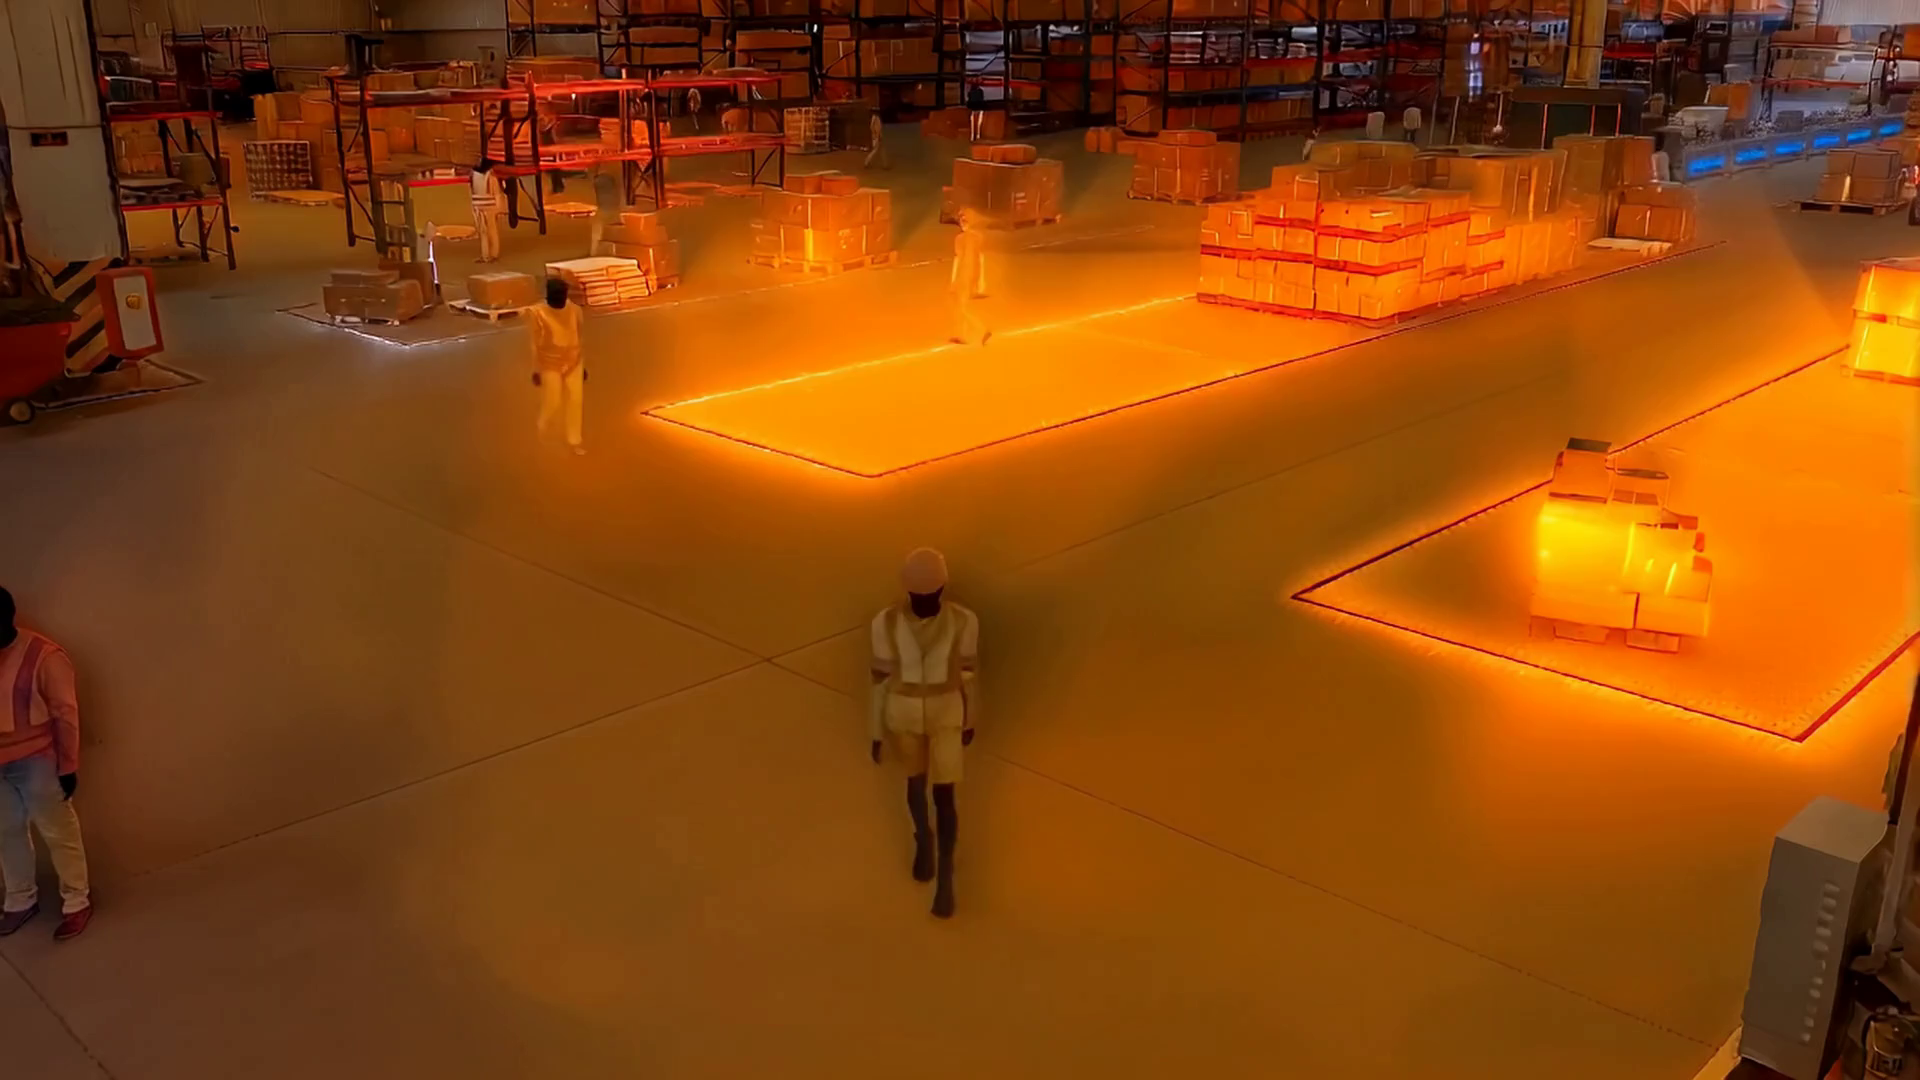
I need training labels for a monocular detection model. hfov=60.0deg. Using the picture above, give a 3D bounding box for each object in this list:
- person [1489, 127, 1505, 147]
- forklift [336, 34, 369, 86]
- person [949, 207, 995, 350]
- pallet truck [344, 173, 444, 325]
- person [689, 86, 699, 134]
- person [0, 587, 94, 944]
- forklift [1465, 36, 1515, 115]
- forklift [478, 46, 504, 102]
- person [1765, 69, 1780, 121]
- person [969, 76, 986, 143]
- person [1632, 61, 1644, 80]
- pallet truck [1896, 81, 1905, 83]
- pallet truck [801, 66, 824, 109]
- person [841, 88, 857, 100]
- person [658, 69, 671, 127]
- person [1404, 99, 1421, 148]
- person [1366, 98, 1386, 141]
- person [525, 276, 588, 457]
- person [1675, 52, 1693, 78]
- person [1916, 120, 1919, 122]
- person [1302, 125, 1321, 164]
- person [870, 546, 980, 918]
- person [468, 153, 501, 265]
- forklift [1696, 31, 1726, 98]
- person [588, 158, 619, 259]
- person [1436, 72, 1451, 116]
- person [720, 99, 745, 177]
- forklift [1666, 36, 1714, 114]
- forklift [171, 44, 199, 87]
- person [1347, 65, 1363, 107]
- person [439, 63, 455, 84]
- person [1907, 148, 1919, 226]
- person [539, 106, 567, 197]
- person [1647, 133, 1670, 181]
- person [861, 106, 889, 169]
[{"bbox_3d":[11.295,-7.897,35.371,0.538,1.720,0.891,-14,23,-37],"label":"person"},{"bbox_3d":[-23.499,-18.286,64.874,1.129,2.768,1.873,17,25,41],"label":"forklift"},{"bbox_3d":[0.153,-3.385,21.599,0.743,1.850,0.518,15,23,37],"label":"person"},{"bbox_3d":[-8.209,-4.181,23.757,0.823,1.965,1.885,3,19,9],"label":"pallet truck"},{"bbox_3d":[-8.591,-13.963,53.707,0.319,1.693,0.533,0,18,1],"label":"person"},{"bbox_3d":[-4.599,1.095,8.108,0.626,1.844,0.429,2,18,5],"label":"person"},{"bbox_3d":[19.973,-17.201,61.605,1.873,2.768,1.129,16,24,40],"label":"forklift"},{"bbox_3d":[-14.397,-13.832,51.456,1.129,2.768,1.873,17,25,41],"label":"forklift"},{"bbox_3d":[28.953,-15.878,59.094,0.375,1.935,0.551,15,23,37],"label":"person"},{"bbox_3d":[0.539,-13.128,50.722,0.380,1.992,0.622,-16,24,-39],"label":"person"},{"bbox_3d":[27.780,-18.787,68.172,0.831,1.738,0.522,-17,25,-42],"label":"person"},{"bbox_3d":[34.802,-16.331,61.455,0.653,1.274,1.630,17,25,41],"label":"pallet truck"},{"bbox_3d":[-4.812,-15.182,56.903,0.823,1.965,1.885,-9,21,-26],"label":"pallet truck"},{"bbox_3d":[-3.374,-13.104,51.243,0.539,1.605,0.736,-10,21,-27],"label":"person"},{"bbox_3d":[-10.083,-15.055,56.660,0.588,1.912,0.391,13,22,34],"label":"person"},{"bbox_3d":[12.606,-11.461,46.317,0.502,1.600,0.795,11,21,30],"label":"person"},{"bbox_3d":[10.380,-10.092,41.681,0.567,1.922,0.412,-10,21,-28],"label":"person"},{"bbox_3d":[-4.031,-1.751,16.704,0.641,1.828,0.579,-14,23,-36],"label":"person"},{"bbox_3d":[31.416,-20.239,72.204,0.686,1.955,0.692,9,20,25],"label":"person"},{"bbox_3d":[34.171,-15.504,58.289,0.831,1.738,0.536,6,19,18],"label":"person"},{"bbox_3d":[7.307,-7.804,34.964,0.982,1.821,0.542,5,19,15],"label":"person"},{"bbox_3d":[-0.185,0.954,8.426,0.548,1.900,0.862,1,18,4],"label":"person"},{"bbox_3d":[-8.089,-5.627,28.292,0.573,1.883,0.354,5,19,16],"label":"person"},{"bbox_3d":[31.484,-19.957,69.909,1.129,2.768,1.873,17,25,41],"label":"forklift"},{"bbox_3d":[-5.828,-5.353,27.487,1.084,1.886,0.629,6,19,17],"label":"person"},{"bbox_3d":[17.869,-16.538,61.633,0.851,1.585,0.505,15,23,37],"label":"person"},{"bbox_3d":[-5.668,-10.031,41.531,0.524,1.898,0.672,13,22,34],"label":"person"},{"bbox_3d":[27.341,-17.291,61.877,1.129,2.768,1.873,17,25,41],"label":"forklift"},{"bbox_3d":[-24.593,-14.348,53.009,1.129,2.768,1.873,17,25,41],"label":"forklift"},{"bbox_3d":[15.481,-17.809,65.341,0.539,1.667,0.784,-6,19,-16],"label":"person"},{"bbox_3d":[-18.774,-16.503,60.992,0.560,1.927,0.524,-5,19,-15],"label":"person"},{"bbox_3d":[19.121,-7.204,32.961,0.360,1.938,0.545,16,24,40],"label":"person"},{"bbox_3d":[-9.279,-8.784,37.558,0.745,2.000,0.693,-15,24,-39],"label":"person"},{"bbox_3d":[13.122,-6.745,31.585,0.607,1.920,0.958,-14,23,-37],"label":"person"},{"bbox_3d":[-2.224,-10.501,43.404,0.745,1.610,0.523,-7,20,-20],"label":"person"}]
